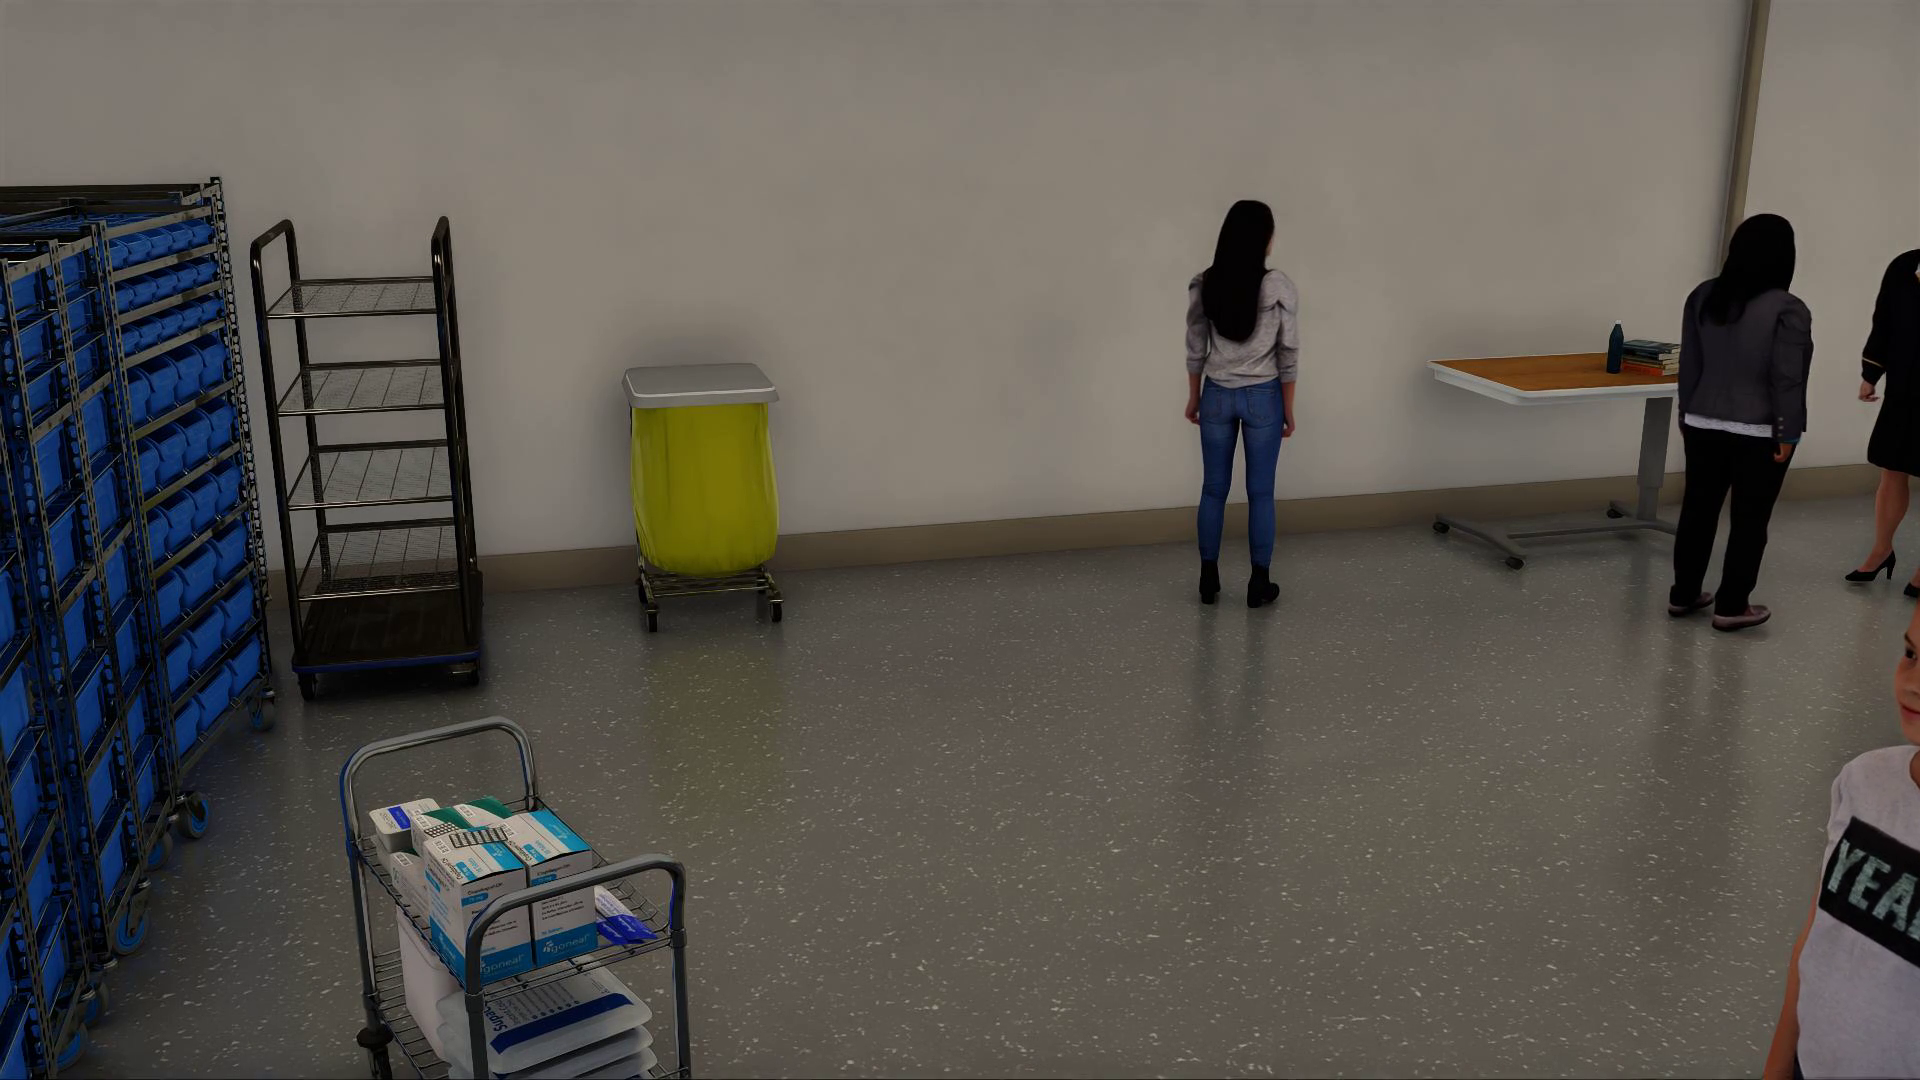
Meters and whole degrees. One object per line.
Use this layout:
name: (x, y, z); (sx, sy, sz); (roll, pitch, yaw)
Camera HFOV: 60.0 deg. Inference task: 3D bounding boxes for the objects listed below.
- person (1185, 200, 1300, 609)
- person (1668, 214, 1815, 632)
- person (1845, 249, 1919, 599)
person: (1.130, -0.545, 6.701); (0.646, 1.629, 0.742); (6, 17, 20)
person: (2.999, -0.448, 6.415); (0.750, 1.598, 0.747); (-10, 18, -31)
person: (3.985, -0.605, 6.837); (0.724, 1.671, 0.766); (-9, 18, -29)
